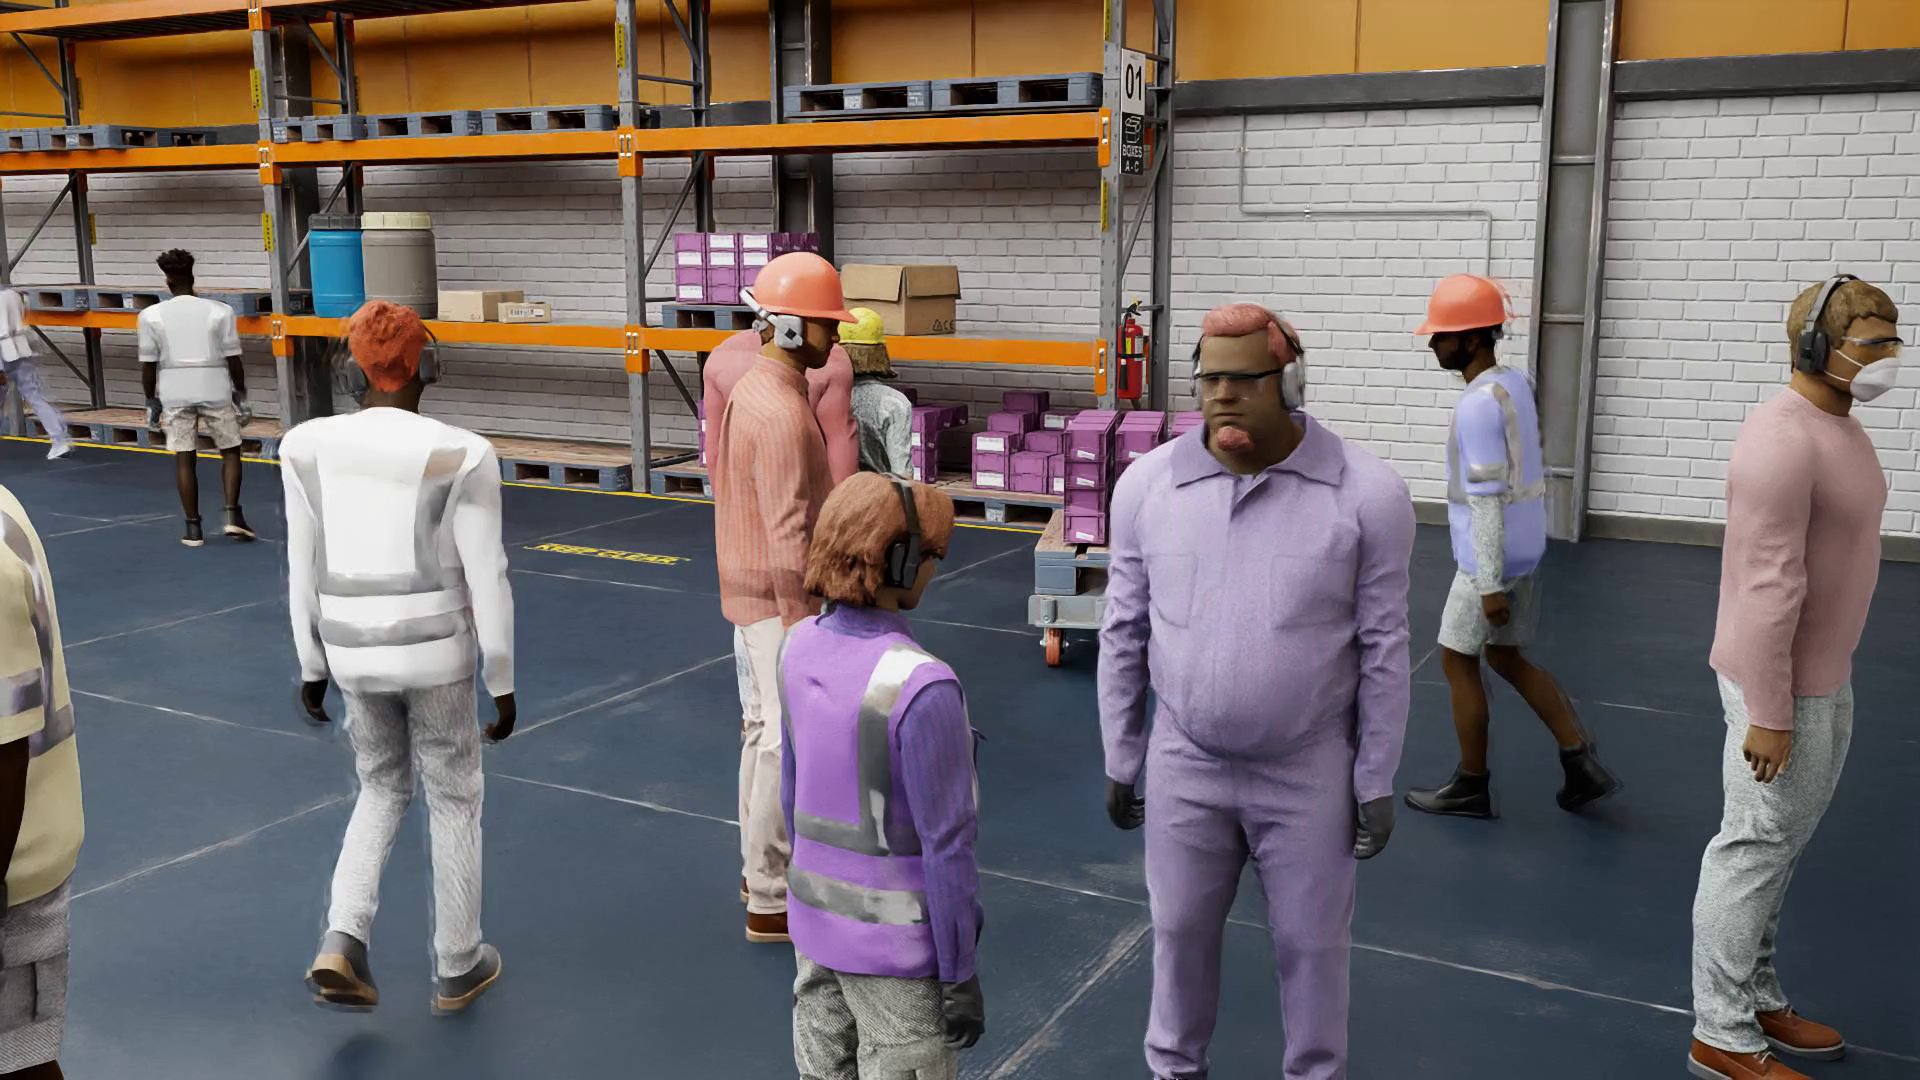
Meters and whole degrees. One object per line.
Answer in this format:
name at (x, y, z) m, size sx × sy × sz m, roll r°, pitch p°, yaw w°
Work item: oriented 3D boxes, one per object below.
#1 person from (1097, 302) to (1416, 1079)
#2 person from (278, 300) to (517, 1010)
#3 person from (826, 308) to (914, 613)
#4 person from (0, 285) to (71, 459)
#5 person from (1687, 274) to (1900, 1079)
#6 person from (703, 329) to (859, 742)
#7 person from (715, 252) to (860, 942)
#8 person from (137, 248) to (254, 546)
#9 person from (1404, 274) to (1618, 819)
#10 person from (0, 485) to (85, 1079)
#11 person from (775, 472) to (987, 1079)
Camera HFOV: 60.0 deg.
person at (0.593, 0.461, 3.470) m, size 0.651 × 1.897 × 0.401 m, roll 4°, pitch 11°, yaw 23°
person at (-1.430, 0.330, 4.229) m, size 0.600 × 1.869 × 0.518 m, roll 1°, pitch 10°, yaw 5°
person at (-0.409, -0.082, 6.860) m, size 0.485 × 1.737 × 0.322 m, roll 4°, pitch 11°, yaw 19°
person at (-8.621, -1.632, 15.058) m, size 1.042 × 1.852 × 0.607 m, roll 2°, pitch 10°, yaw 9°
person at (1.975, 0.349, 3.941) m, size 0.356 × 1.936 × 0.637 m, roll 8°, pitch 13°, yaw 37°
person at (-0.700, -0.141, 6.628) m, size 0.635 × 1.937 × 0.352 m, roll 3°, pitch 11°, yaw 17°
person at (-0.489, 0.176, 4.782) m, size 0.410 × 1.980 × 0.624 m, roll -2°, pitch 11°, yaw -13°
person at (-5.017, -0.931, 10.920) m, size 0.646 × 1.947 × 0.458 m, roll -4°, pitch 11°, yaw -21°
person at (1.890, 0.054, 5.677) m, size 0.720 × 1.906 × 0.572 m, roll 6°, pitch 12°, yaw 31°
person at (-1.701, 0.535, 2.842) m, size 0.367 × 1.966 × 0.607 m, roll -7°, pitch 13°, yaw -34°
person at (-0.138, 0.696, 2.862) m, size 0.308 × 1.639 × 0.510 m, roll -8°, pitch 13°, yaw -37°
